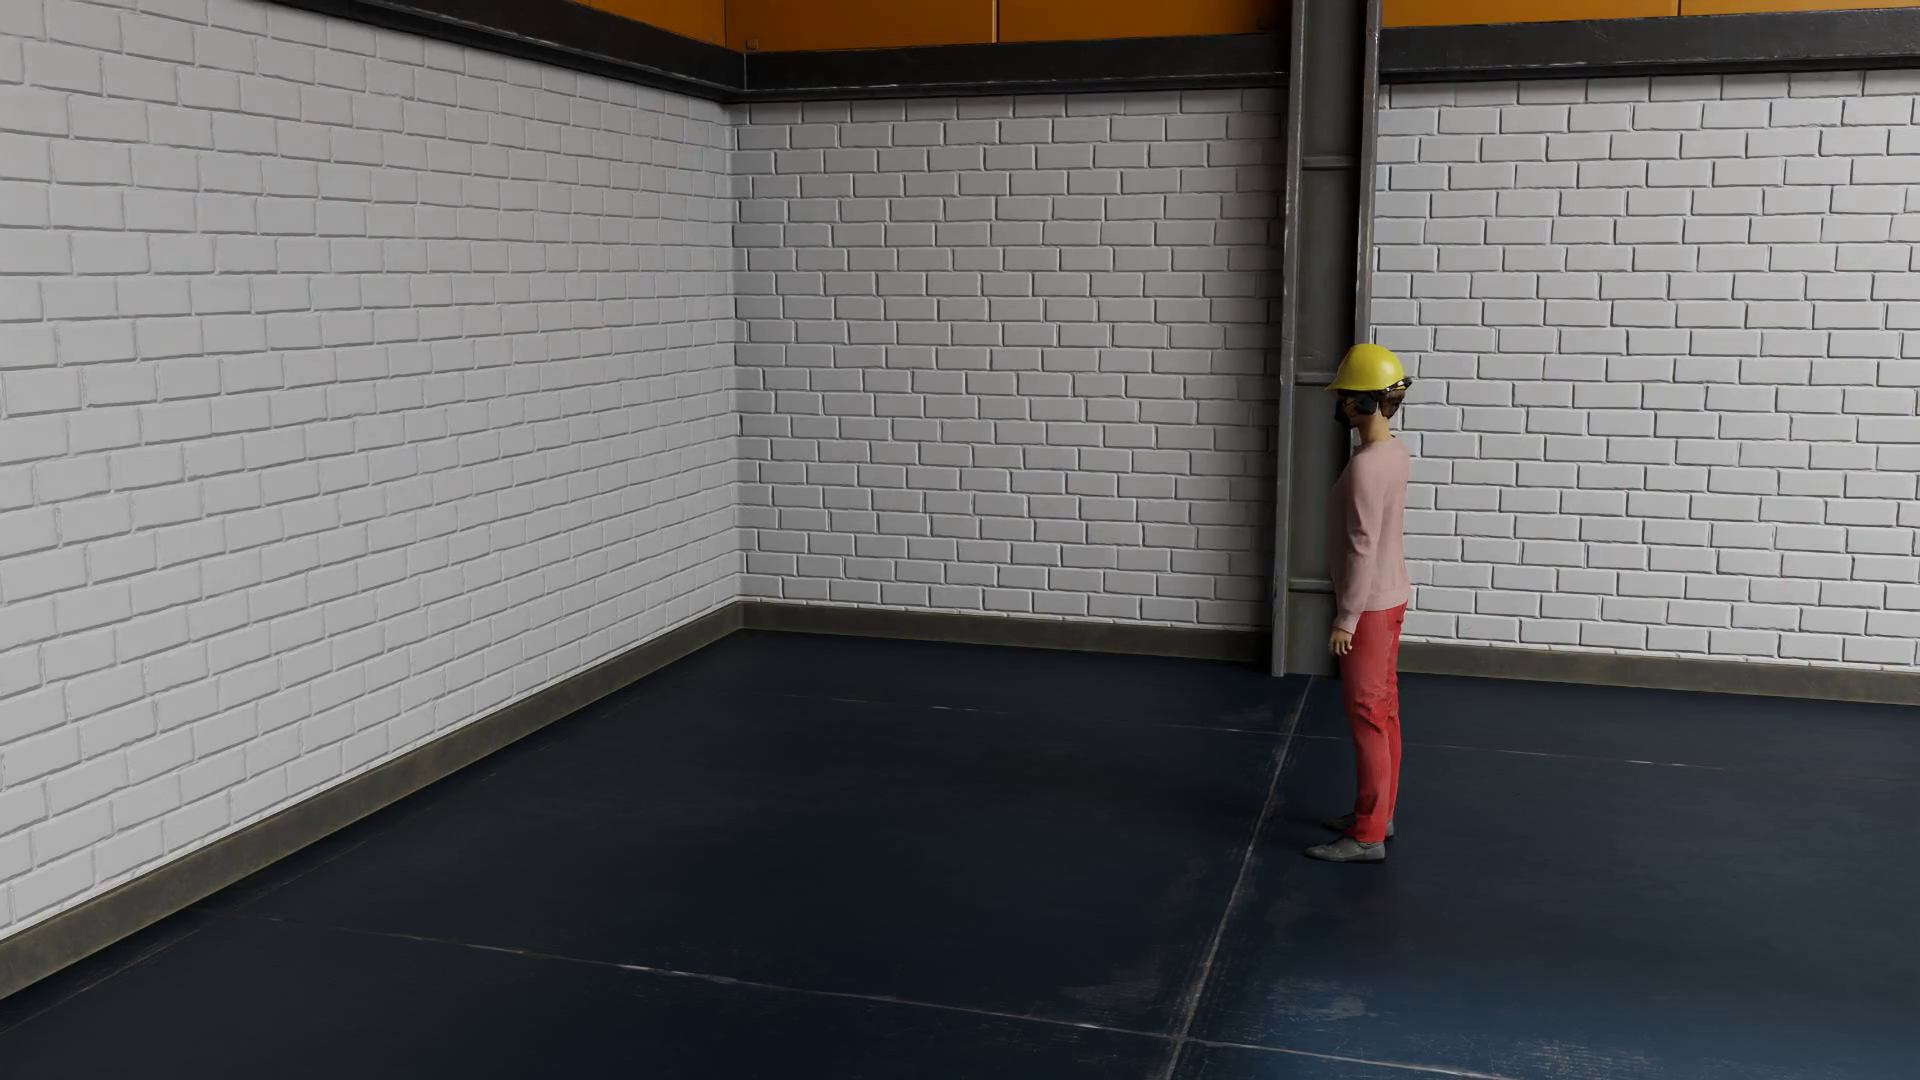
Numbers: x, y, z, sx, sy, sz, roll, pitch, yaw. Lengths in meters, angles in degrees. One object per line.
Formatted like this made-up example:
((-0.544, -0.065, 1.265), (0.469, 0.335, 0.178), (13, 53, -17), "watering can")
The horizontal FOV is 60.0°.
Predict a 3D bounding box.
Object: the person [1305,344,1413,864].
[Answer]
((1.373, 0.219, 5.676), (0.308, 1.769, 0.524), (4, 10, 24), "person")
